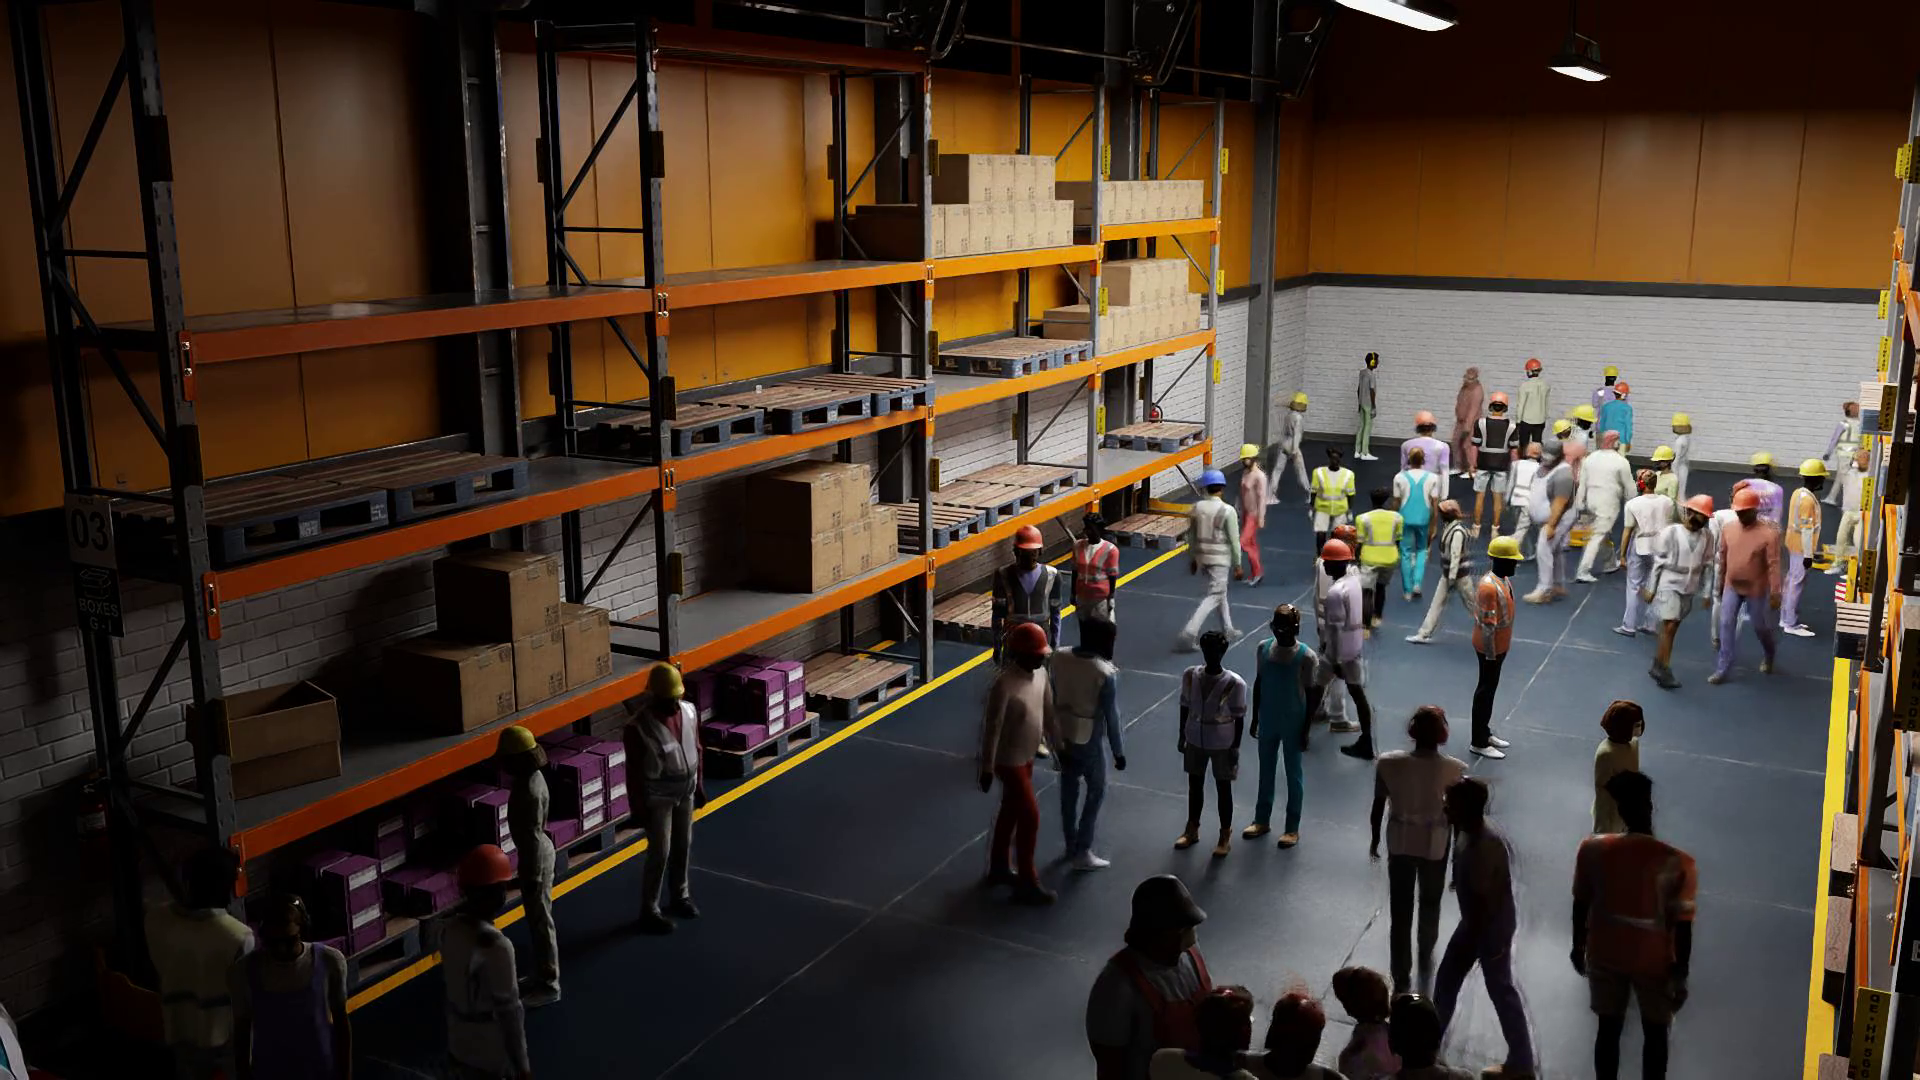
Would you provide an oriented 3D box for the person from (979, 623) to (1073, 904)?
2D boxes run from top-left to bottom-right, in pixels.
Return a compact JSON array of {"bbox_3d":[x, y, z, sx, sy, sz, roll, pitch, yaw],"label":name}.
[{"bbox_3d":[0.484,1.518,11.492,0.795,1.961,0.645,7,14,28],"label":"person"}]

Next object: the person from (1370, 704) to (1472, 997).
[{"bbox_3d":[2.820,1.881,10.233,0.586,1.790,0.963,4,13,17],"label":"person"}]

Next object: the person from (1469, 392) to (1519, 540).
[{"bbox_3d":[7.257,-1.004,22.649,0.615,2.028,0.409,3,13,12],"label":"person"}]

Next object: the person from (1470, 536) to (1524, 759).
[{"bbox_3d":[4.608,0.904,14.321,0.369,1.927,0.587,6,14,24],"label":"person"}]

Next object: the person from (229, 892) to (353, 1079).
[{"bbox_3d":[-3.013,2.458,7.560,0.504,1.840,0.345,-5,13,-20],"label":"person"}]

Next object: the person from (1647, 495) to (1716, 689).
[{"bbox_3d":[7.048,0.507,16.158,0.574,1.897,0.846,-1,13,-6],"label":"person"}]

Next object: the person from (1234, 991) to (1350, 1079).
[{"bbox_3d":[1.244,2.669,6.587,0.606,1.866,0.396,3,13,13],"label":"person"}]

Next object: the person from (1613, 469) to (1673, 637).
[{"bbox_3d":[7.370,0.150,17.907,0.560,1.836,0.394,-3,13,-14],"label":"person"}]

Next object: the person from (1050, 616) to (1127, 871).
[{"bbox_3d":[0.880,1.454,11.978,0.642,1.884,0.428,12,17,42],"label":"person"}]

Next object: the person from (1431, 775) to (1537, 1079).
[{"bbox_3d":[2.789,2.133,9.089,0.889,1.796,0.510,1,13,3],"label":"person"}]

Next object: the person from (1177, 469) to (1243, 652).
[{"bbox_3d":[2.651,0.205,17.506,0.864,1.919,0.642,-9,15,-34],"label":"person"}]

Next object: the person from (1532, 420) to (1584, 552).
[{"bbox_3d":[7.915,-0.710,21.958,0.675,1.747,0.379,1,13,4],"label":"person"}]

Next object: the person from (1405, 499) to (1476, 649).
[{"bbox_3d":[5.236,0.355,17.532,0.894,1.591,0.560,0,13,1],"label":"person"}]

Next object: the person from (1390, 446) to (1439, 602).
[{"bbox_3d":[5.303,-0.195,19.451,0.544,1.829,0.444,2,13,10],"label":"person"}]

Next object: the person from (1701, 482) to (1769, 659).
[{"bbox_3d":[8.012,0.303,17.199,0.606,1.835,0.975,6,14,25],"label":"person"}]

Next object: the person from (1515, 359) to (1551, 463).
[{"bbox_3d":[9.243,-1.940,26.925,0.618,1.985,0.407,-5,13,-20],"label":"person"}]

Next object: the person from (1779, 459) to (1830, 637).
[{"bbox_3d":[9.147,0.072,18.034,0.355,1.930,0.587,4,13,16],"label":"person"}]

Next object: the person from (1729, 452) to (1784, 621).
[{"bbox_3d":[8.883,-0.029,18.599,0.427,1.894,0.642,-7,14,-29],"label":"person"}]

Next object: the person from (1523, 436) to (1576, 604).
[{"bbox_3d":[6.860,-0.274,19.335,0.691,2.000,0.722,0,13,1],"label":"person"}]

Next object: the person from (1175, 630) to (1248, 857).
[{"bbox_3d":[1.838,1.485,12.235,0.540,1.697,0.316,8,15,33],"label":"person"}]

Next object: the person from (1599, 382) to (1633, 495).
[{"bbox_3d":[10.198,-1.578,25.818,0.337,1.752,0.564,-7,14,-28],"label":"person"}]

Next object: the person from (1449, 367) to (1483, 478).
[{"bbox_3d":[8.213,-1.896,27.004,0.613,1.858,0.727,-2,13,-8],"label":"person"}]

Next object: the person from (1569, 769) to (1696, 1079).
[{"bbox_3d":[3.484,2.161,8.685,0.630,1.923,0.516,8,15,31],"label":"person"}]

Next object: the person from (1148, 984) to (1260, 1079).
[{"bbox_3d":[0.996,2.665,6.668,0.603,1.821,0.475,8,15,33],"label":"person"}]

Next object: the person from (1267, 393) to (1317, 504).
[{"bbox_3d":[5.042,-1.372,25.026,0.912,1.676,0.511,-4,13,-17],"label":"person"}]

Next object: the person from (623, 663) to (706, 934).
[{"bbox_3d":[-1.941,1.684,11.073,0.404,1.818,0.600,9,15,35],"label":"person"}]

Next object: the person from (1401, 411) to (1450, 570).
[{"bbox_3d":[5.849,-0.614,20.991,0.607,2.002,0.965,4,13,18],"label":"person"}]

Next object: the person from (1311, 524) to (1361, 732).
[{"bbox_3d":[3.393,0.785,14.951,0.352,1.881,0.576,-5,14,-22],"label":"person"}]

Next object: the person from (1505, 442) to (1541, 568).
[{"bbox_3d":[7.222,-0.451,21.102,0.803,1.592,0.524,-9,15,-34],"label":"person"}]

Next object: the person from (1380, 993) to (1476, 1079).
[{"bbox_3d":[1.788,2.671,6.623,0.509,1.839,0.342,-3,13,-13],"label":"person"}]

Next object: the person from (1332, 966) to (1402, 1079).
[{"bbox_3d":[1.783,2.633,7.240,0.423,1.618,0.537,8,15,31],"label":"person"}]

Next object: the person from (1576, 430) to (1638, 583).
[{"bbox_3d":[7.948,-0.417,20.419,1.026,1.850,0.645,-6,14,-24],"label":"person"}]

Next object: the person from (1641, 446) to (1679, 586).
[{"bbox_3d":[8.376,-0.256,19.896,0.338,1.759,0.524,-1,13,-5],"label":"person"}]

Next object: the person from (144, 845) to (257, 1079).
[{"bbox_3d":[-3.600,2.351,7.967,0.609,1.871,0.869,2,13,10],"label":"person"}]

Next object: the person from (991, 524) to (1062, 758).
[{"bbox_3d":[0.571,0.868,14.207,0.607,2.048,0.370,-1,13,-5],"label":"person"}]

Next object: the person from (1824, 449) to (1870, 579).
[{"bbox_3d":[11.023,-0.322,20.495,0.346,1.624,0.507,-3,13,-12],"label":"person"}]

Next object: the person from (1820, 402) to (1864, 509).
[{"bbox_3d":[13.151,-1.258,24.725,0.516,1.606,0.742,-6,14,-26],"label":"person"}]

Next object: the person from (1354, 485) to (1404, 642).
[{"bbox_3d":[4.493,0.234,17.927,0.544,1.647,0.682,0,13,-2],"label":"person"}]

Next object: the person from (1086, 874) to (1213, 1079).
[{"bbox_3d":[0.894,2.425,7.251,0.539,2.000,0.689,11,17,42],"label":"person"}]

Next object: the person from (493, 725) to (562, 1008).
[{"bbox_3d":[-2.616,1.953,10.067,0.324,1.732,0.492,-5,13,-19],"label":"person"}]

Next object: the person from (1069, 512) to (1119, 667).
[{"bbox_3d":[1.319,0.545,16.461,0.531,1.691,0.318,9,15,34],"label":"person"}]

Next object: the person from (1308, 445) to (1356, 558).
[{"bbox_3d":[4.560,-0.329,20.374,0.557,1.676,0.529,2,13,8],"label":"person"}]

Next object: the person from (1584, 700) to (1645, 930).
[{"bbox_3d":[4.275,1.825,10.858,0.285,1.633,0.500,11,17,41],"label":"person"}]

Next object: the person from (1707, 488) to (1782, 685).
[{"bbox_3d":[7.791,0.435,16.374,0.910,1.962,0.658,-9,15,-35],"label":"person"}]

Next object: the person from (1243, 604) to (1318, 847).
[{"bbox_3d":[2.398,1.370,12.418,0.507,1.846,0.346,10,16,37],"label":"person"}]

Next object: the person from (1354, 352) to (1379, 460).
[{"bbox_3d":[7.092,-2.330,28.940,0.309,1.864,0.535,-3,13,-14],"label":"person"}]

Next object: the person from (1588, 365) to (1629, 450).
[{"bbox_3d":[10.307,-1.815,26.488,0.589,1.928,0.385,0,13,-2],"label":"person"}]

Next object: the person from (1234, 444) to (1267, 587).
[{"bbox_3d":[3.506,-0.296,20.109,0.412,1.744,0.530,-3,13,-13],"label":"person"}]

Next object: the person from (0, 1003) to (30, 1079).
[{"bbox_3d":[-4.080,2.599,6.955,0.429,1.833,0.637,-1,13,-6],"label":"person"}]

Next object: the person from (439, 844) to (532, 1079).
[{"bbox_3d":[-2.311,2.382,7.802,0.944,1.895,0.566,-9,16,-36],"label":"person"}]
